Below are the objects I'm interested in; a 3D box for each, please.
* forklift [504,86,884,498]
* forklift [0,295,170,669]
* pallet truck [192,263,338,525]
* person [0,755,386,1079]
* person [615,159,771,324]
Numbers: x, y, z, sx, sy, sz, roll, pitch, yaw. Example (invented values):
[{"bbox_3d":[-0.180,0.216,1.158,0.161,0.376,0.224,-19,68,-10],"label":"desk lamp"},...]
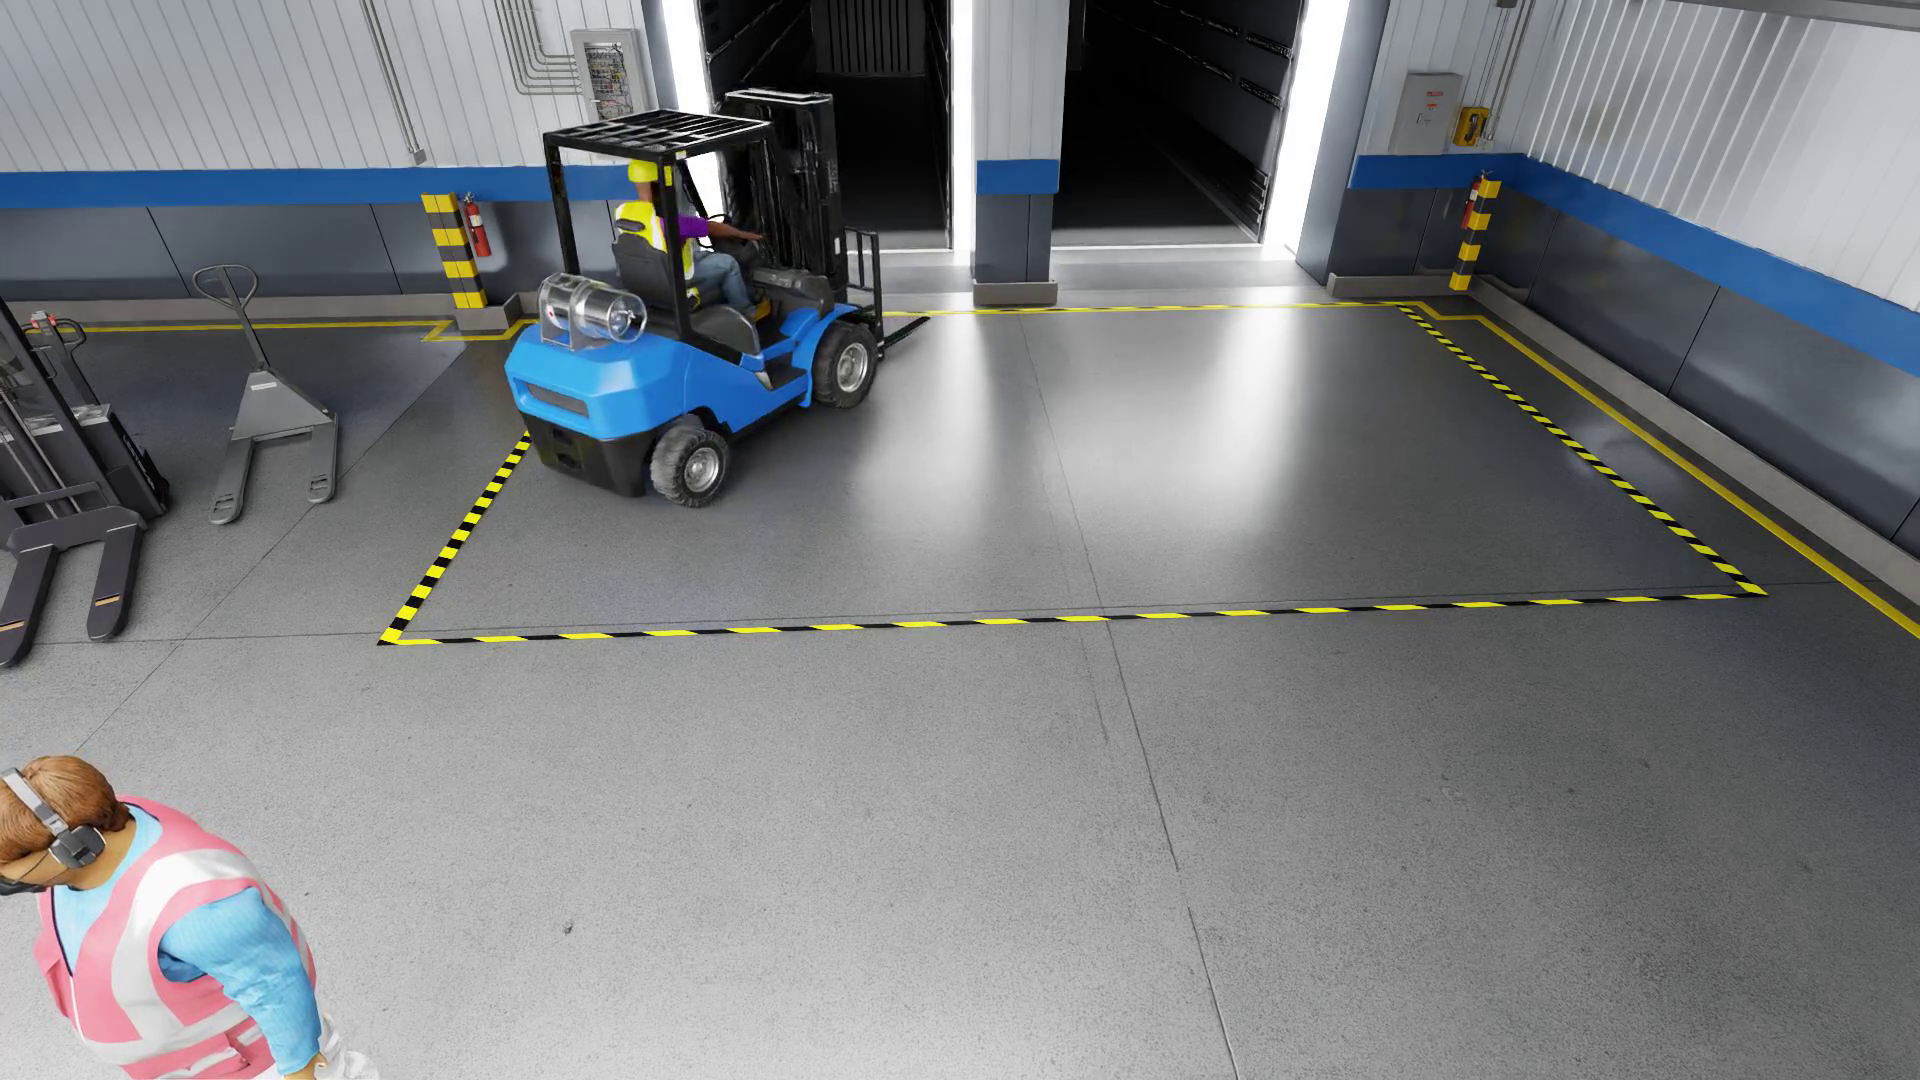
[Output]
[{"bbox_3d":[-1.782,-1.805,6.272,1.157,2.036,2.680,19,39,25],"label":"forklift"},{"bbox_3d":[-5.212,-0.618,4.878,0.823,1.965,1.885,-20,39,-26],"label":"forklift"},{"bbox_3d":[-4.778,-1.027,6.128,0.680,1.201,1.601,-17,38,-23],"label":"pallet truck"},{"bbox_3d":[-1.896,1.224,2.366,0.633,1.841,0.429,15,38,21],"label":"person"},{"bbox_3d":[-1.745,-1.985,6.204,0.635,1.293,1.004,19,39,25],"label":"person"}]
